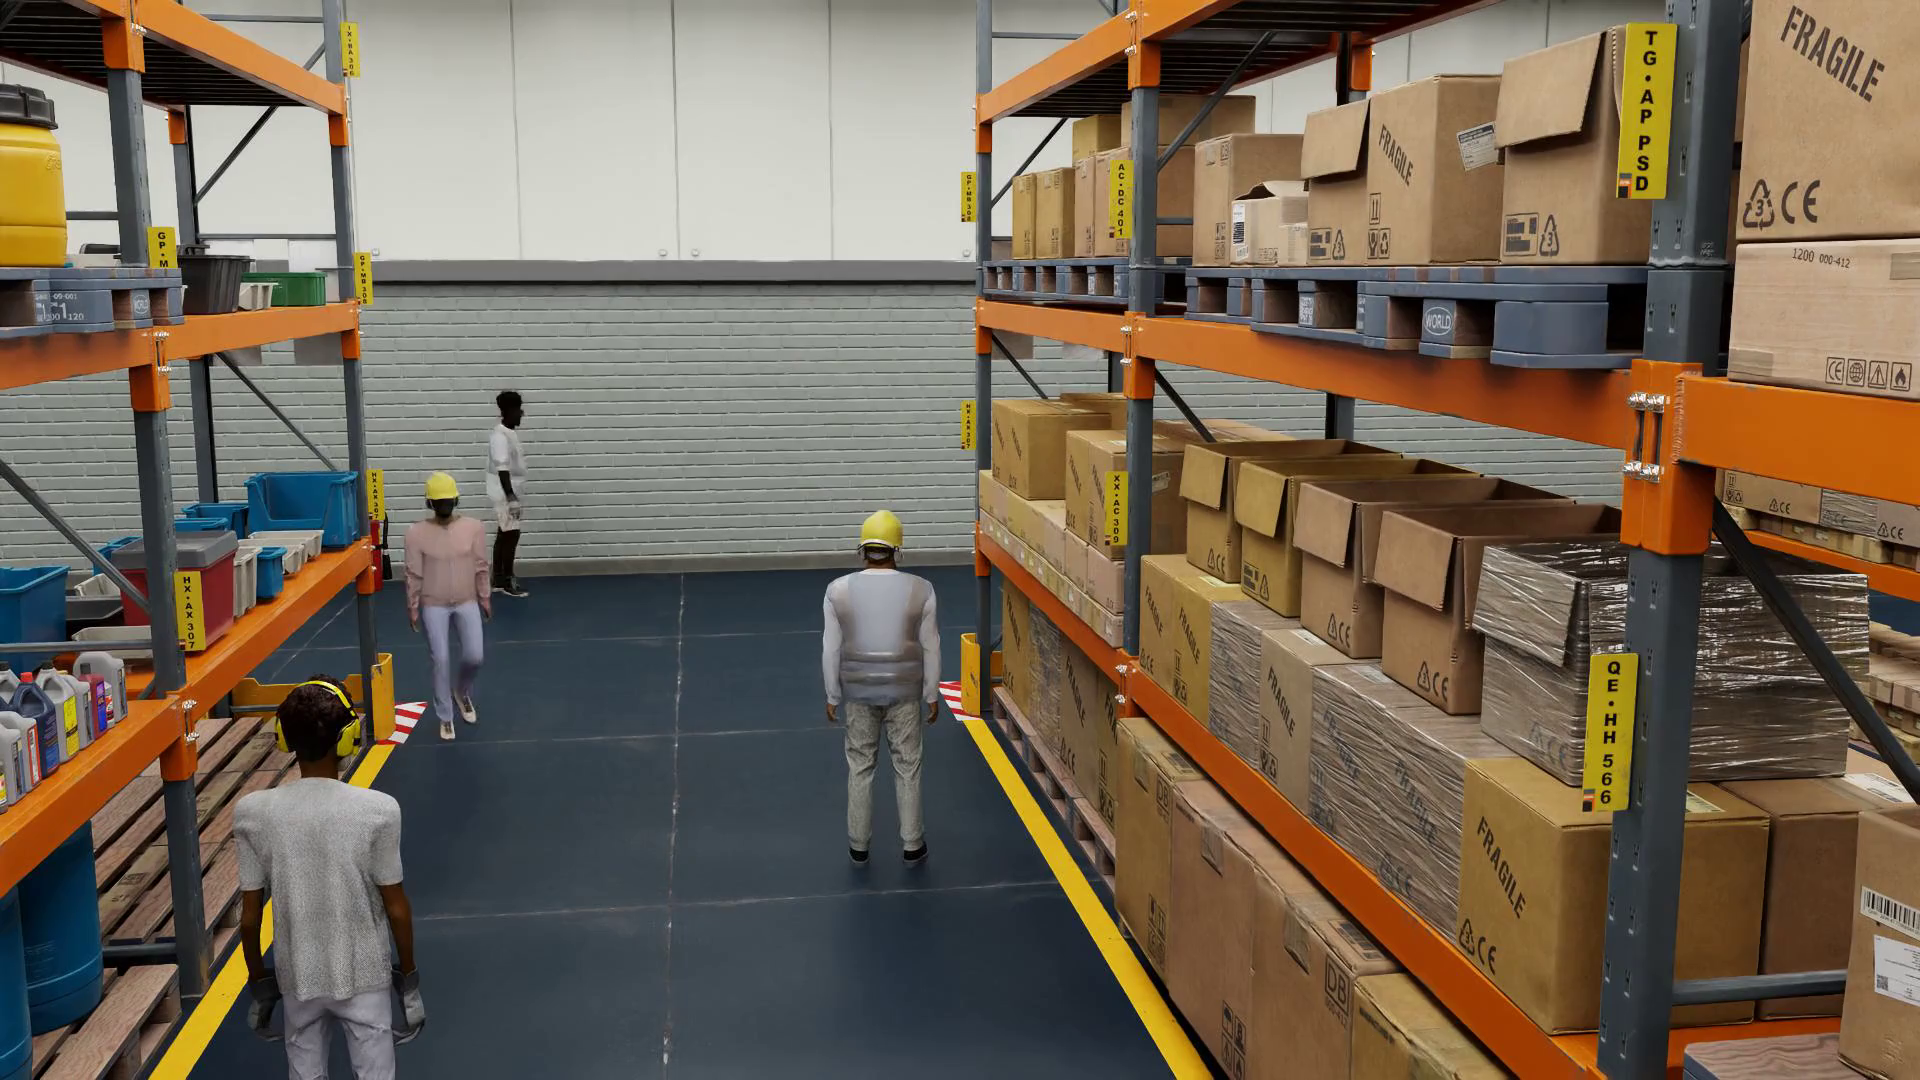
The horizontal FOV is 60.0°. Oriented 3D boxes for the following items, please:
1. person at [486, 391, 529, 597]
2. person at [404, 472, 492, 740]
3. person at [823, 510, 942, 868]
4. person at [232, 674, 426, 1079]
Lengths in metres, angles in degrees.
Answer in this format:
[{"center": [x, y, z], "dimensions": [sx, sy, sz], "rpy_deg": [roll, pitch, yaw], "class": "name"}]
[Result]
[{"center": [-4.240, -0.430, 15.511], "dimensions": [0.420, 1.932, 0.686], "rpy_deg": [-1, 9, -7], "class": "person"}, {"center": [-3.316, 0.420, 10.790], "dimensions": [0.545, 1.751, 0.389], "rpy_deg": [-5, 10, -26], "class": "person"}, {"center": [-0.393, 0.759, 8.455], "dimensions": [0.600, 1.829, 0.404], "rpy_deg": [0, 9, 0], "class": "person"}, {"center": [-1.844, 1.316, 4.904], "dimensions": [0.519, 1.873, 0.328], "rpy_deg": [0, 9, -3], "class": "person"}]
